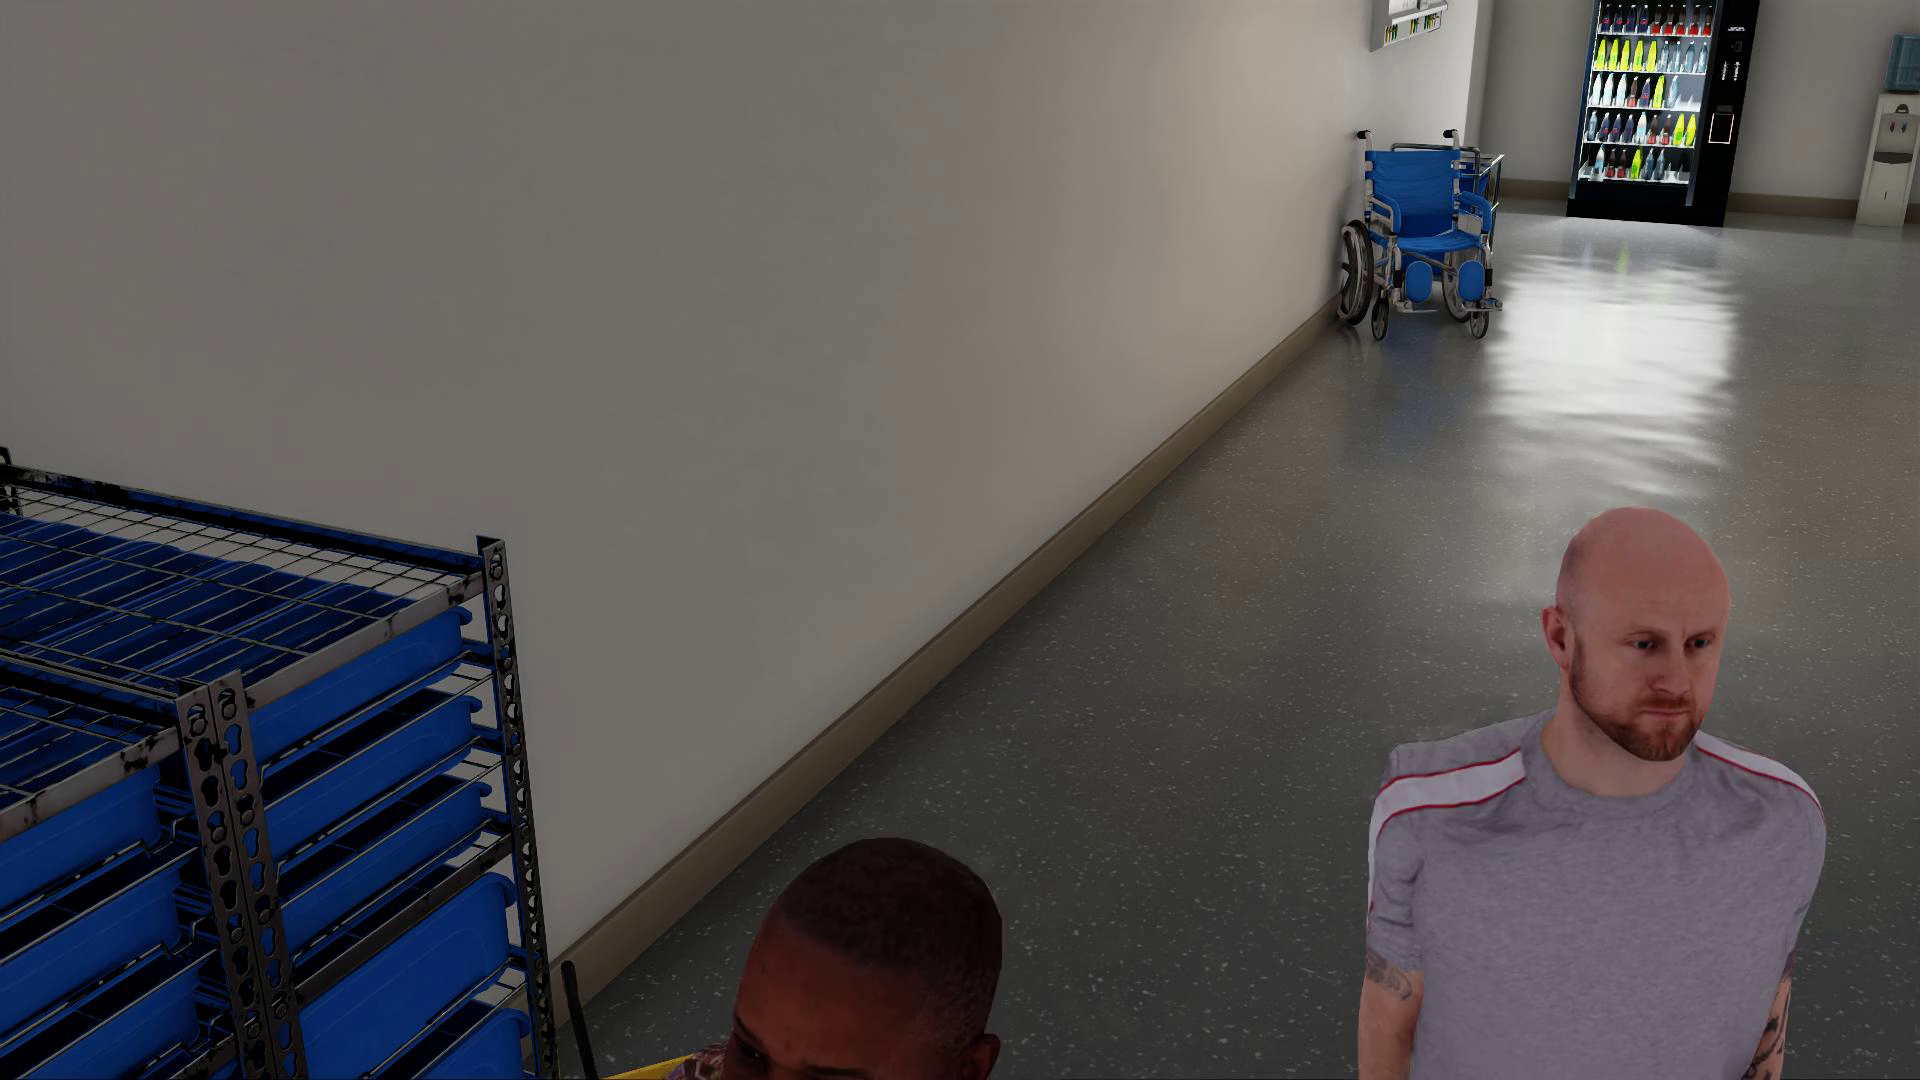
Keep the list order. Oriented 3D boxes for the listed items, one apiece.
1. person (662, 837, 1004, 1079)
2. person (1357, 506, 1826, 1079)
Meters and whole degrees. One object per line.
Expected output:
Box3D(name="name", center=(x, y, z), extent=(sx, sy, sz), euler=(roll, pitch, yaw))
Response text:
Box3D(name="person", center=(-0.039, 1.031, 1.545), extent=(0.775, 1.795, 0.792), euler=(12, 24, 28))
Box3D(name="person", center=(0.722, 0.795, 2.135), extent=(0.832, 1.819, 0.832), euler=(3, 21, 8))
